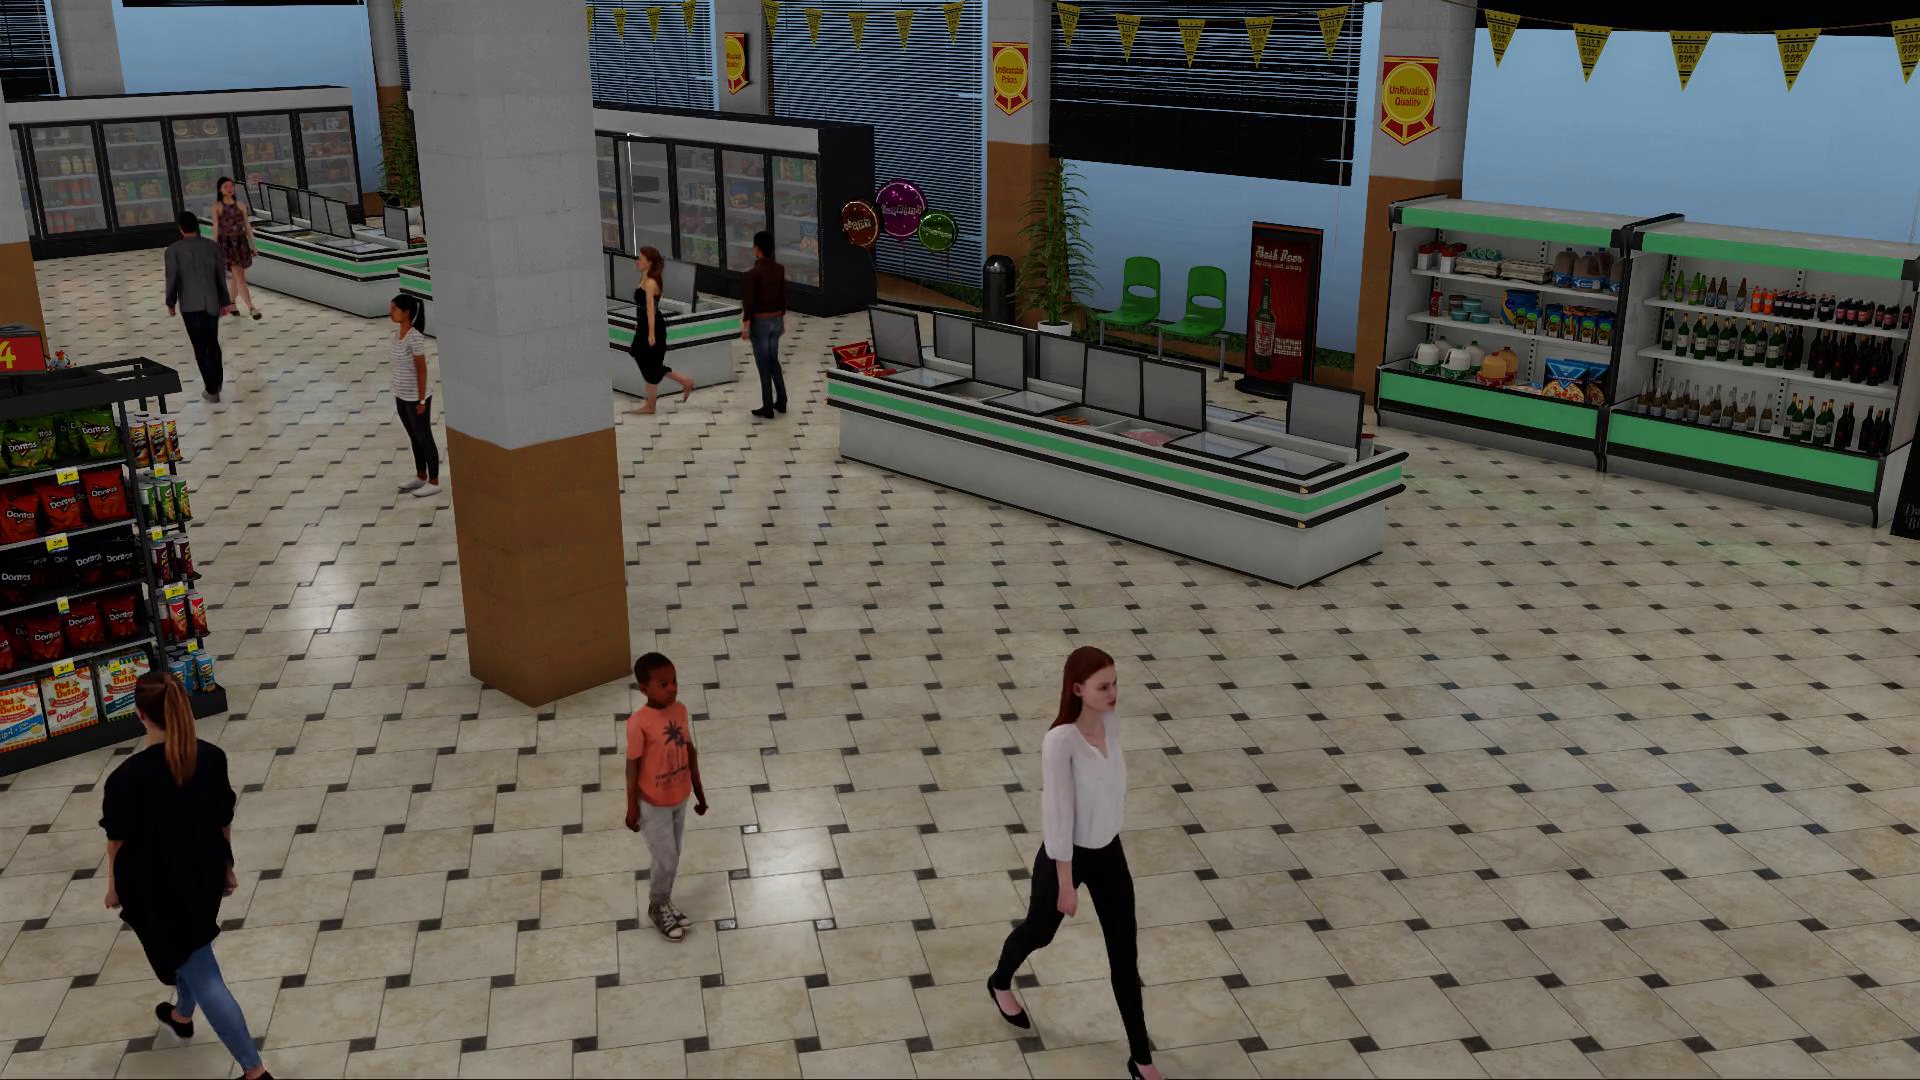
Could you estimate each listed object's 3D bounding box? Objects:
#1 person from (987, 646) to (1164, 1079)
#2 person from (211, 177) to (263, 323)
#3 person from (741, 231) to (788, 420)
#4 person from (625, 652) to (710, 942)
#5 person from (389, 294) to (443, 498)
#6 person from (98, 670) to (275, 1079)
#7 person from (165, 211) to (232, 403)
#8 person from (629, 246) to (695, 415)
[{"bbox_3d":[0.368,1.226,6.249,1.157,1.697,0.636,16,24,39],"label":"person"},{"bbox_3d":[-8.859,-3.500,20.245,1.175,1.710,0.606,17,25,42],"label":"person"},{"bbox_3d":[-1.832,-2.031,15.782,0.576,1.778,0.666,15,24,38],"label":"person"},{"bbox_3d":[-1.347,1.092,7.263,0.512,1.303,0.526,15,24,37],"label":"person"},{"bbox_3d":[-4.416,-1.180,13.465,0.649,1.646,0.496,-14,23,-35],"label":"person"},{"bbox_3d":[-2.802,1.310,6.085,1.167,1.643,0.770,13,22,33],"label":"person"},{"bbox_3d":[-7.467,-2.282,16.422,0.711,1.846,0.886,-17,25,-41],"label":"person"},{"bbox_3d":[-2.872,-2.002,15.959,0.876,1.611,0.896,-5,19,-15],"label":"person"}]
